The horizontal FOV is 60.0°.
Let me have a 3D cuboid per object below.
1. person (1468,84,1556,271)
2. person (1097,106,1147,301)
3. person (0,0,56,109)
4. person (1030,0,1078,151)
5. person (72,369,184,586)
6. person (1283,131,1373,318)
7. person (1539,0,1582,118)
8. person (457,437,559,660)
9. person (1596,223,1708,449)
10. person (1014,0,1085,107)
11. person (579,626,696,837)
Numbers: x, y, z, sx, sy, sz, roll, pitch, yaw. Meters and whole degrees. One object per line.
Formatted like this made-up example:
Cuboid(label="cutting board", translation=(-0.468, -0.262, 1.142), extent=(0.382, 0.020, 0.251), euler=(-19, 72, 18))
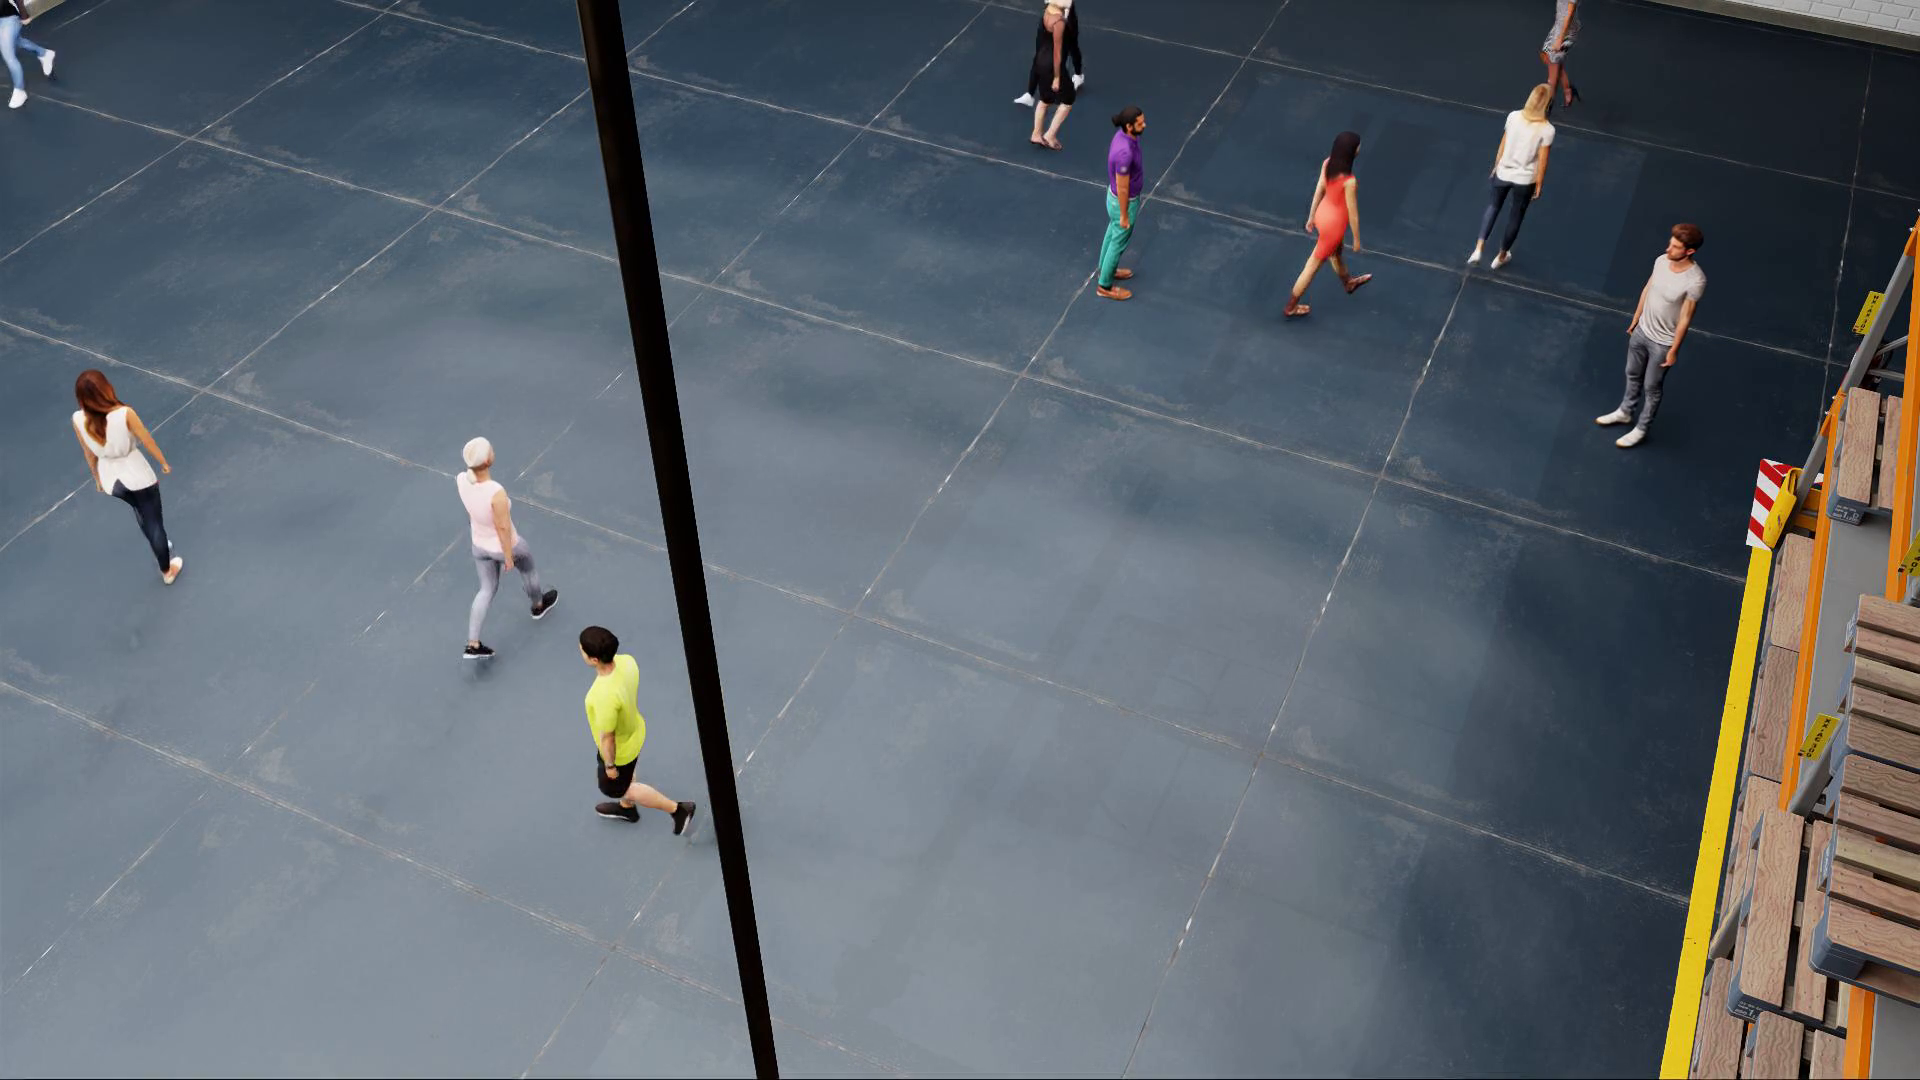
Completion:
Cuboid(label="person", translation=(4.680, -3.028, 14.126), extent=(0.730, 1.801, 0.891), euler=(29, 51, 27))
Cuboid(label="person", translation=(1.351, -2.855, 13.972), extent=(0.742, 1.764, 0.597), euler=(4, 44, 4))
Cuboid(label="person", translation=(-9.485, -5.210, 16.571), extent=(0.790, 1.589, 1.170), euler=(11, 45, 12))
Cuboid(label="person", translation=(0.799, -4.438, 15.668), extent=(0.832, 1.717, 0.758), euler=(-9, 44, -9))
Cuboid(label="person", translation=(-5.689, -0.360, 11.346), extent=(0.757, 1.773, 0.808), euler=(-3, 44, -4))
Cuboid(label="person", translation=(2.983, -2.547, 13.719), extent=(1.182, 1.666, 1.098), euler=(-16, 46, -16))
Cuboid(label="person", translation=(5.927, -4.890, 16.071), extent=(0.755, 1.815, 0.707), euler=(9, 44, 9))
Cuboid(label="person", translation=(-3.108, 0.082, 10.939), extent=(0.535, 1.695, 1.091), euler=(18, 46, 18))
Cuboid(label="person", translation=(5.268, -1.553, 12.515), extent=(0.799, 1.889, 0.747), euler=(-15, 46, -15))
Cuboid(label="person", translation=(1.060, -5.137, 16.428), extent=(0.849, 1.680, 1.278), euler=(32, 52, 29))
Cuboid(label="person", translation=(-1.937, 1.166, 9.805), extent=(0.876, 1.689, 0.939), euler=(4, 44, 5))
